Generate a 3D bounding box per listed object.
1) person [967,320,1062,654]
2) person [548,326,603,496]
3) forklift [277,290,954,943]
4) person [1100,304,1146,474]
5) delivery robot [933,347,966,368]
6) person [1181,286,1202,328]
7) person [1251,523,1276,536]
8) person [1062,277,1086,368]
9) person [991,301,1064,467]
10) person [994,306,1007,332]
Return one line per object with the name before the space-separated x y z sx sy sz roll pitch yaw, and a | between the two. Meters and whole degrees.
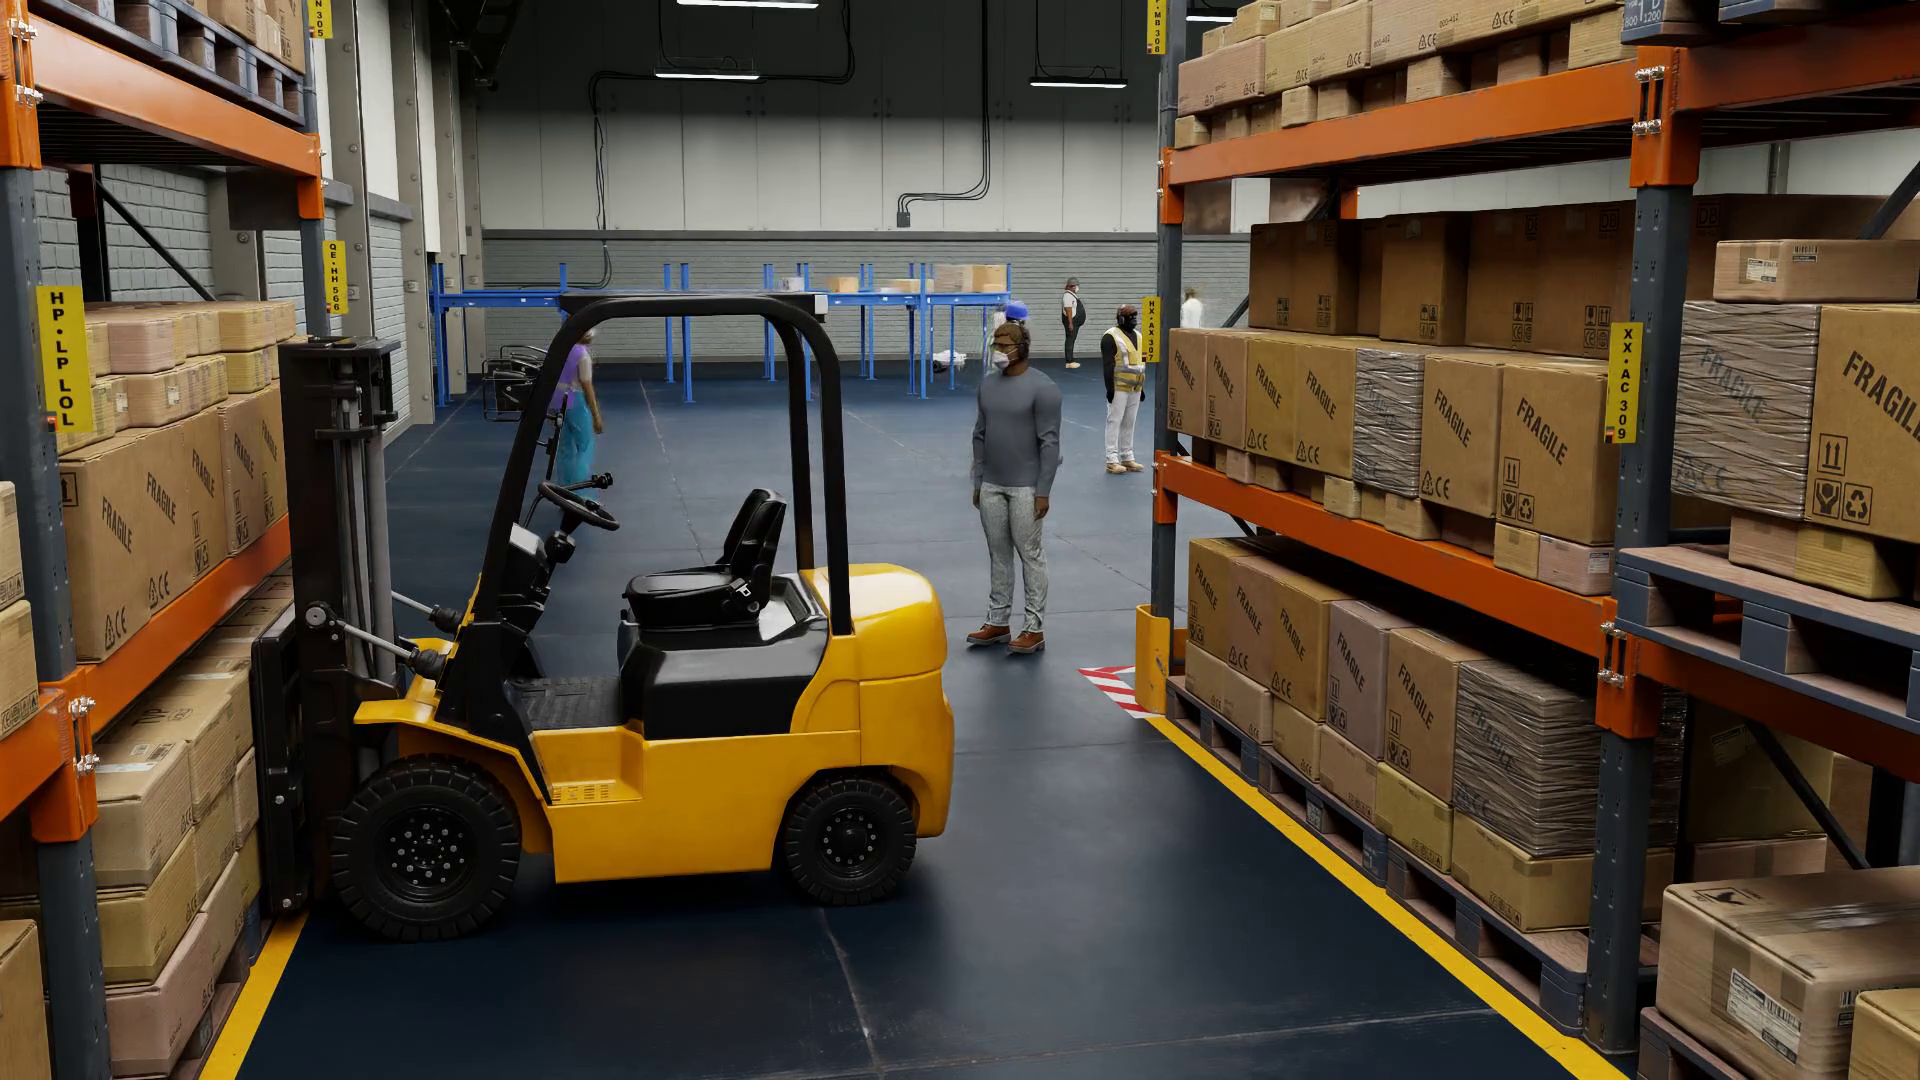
person | 0.311 -0.315 9.779 0.630 1.940 0.372 9 13 43
person | -3.580 -1.164 15.359 0.617 1.812 0.406 9 13 42
forklift | -1.179 0.175 6.143 2.313 2.155 1.214 -2 10 -12
person | 1.826 -1.670 18.330 0.429 1.845 0.621 9 13 44
delivery robot | -0.241 -3.896 35.658 0.707 0.478 0.477 3 10 16
person | 4.487 -3.996 32.367 1.004 1.894 0.642 8 12 39
person | 1.960 -0.400 10.009 0.608 2.033 0.404 5 10 27
person | 2.566 -4.889 37.479 0.538 2.000 0.684 1 9 9
person | 0.604 -1.611 17.854 1.001 1.880 0.612 1 9 6
person | 0.923 -4.142 34.139 0.512 1.598 0.824 -5 11 -30
